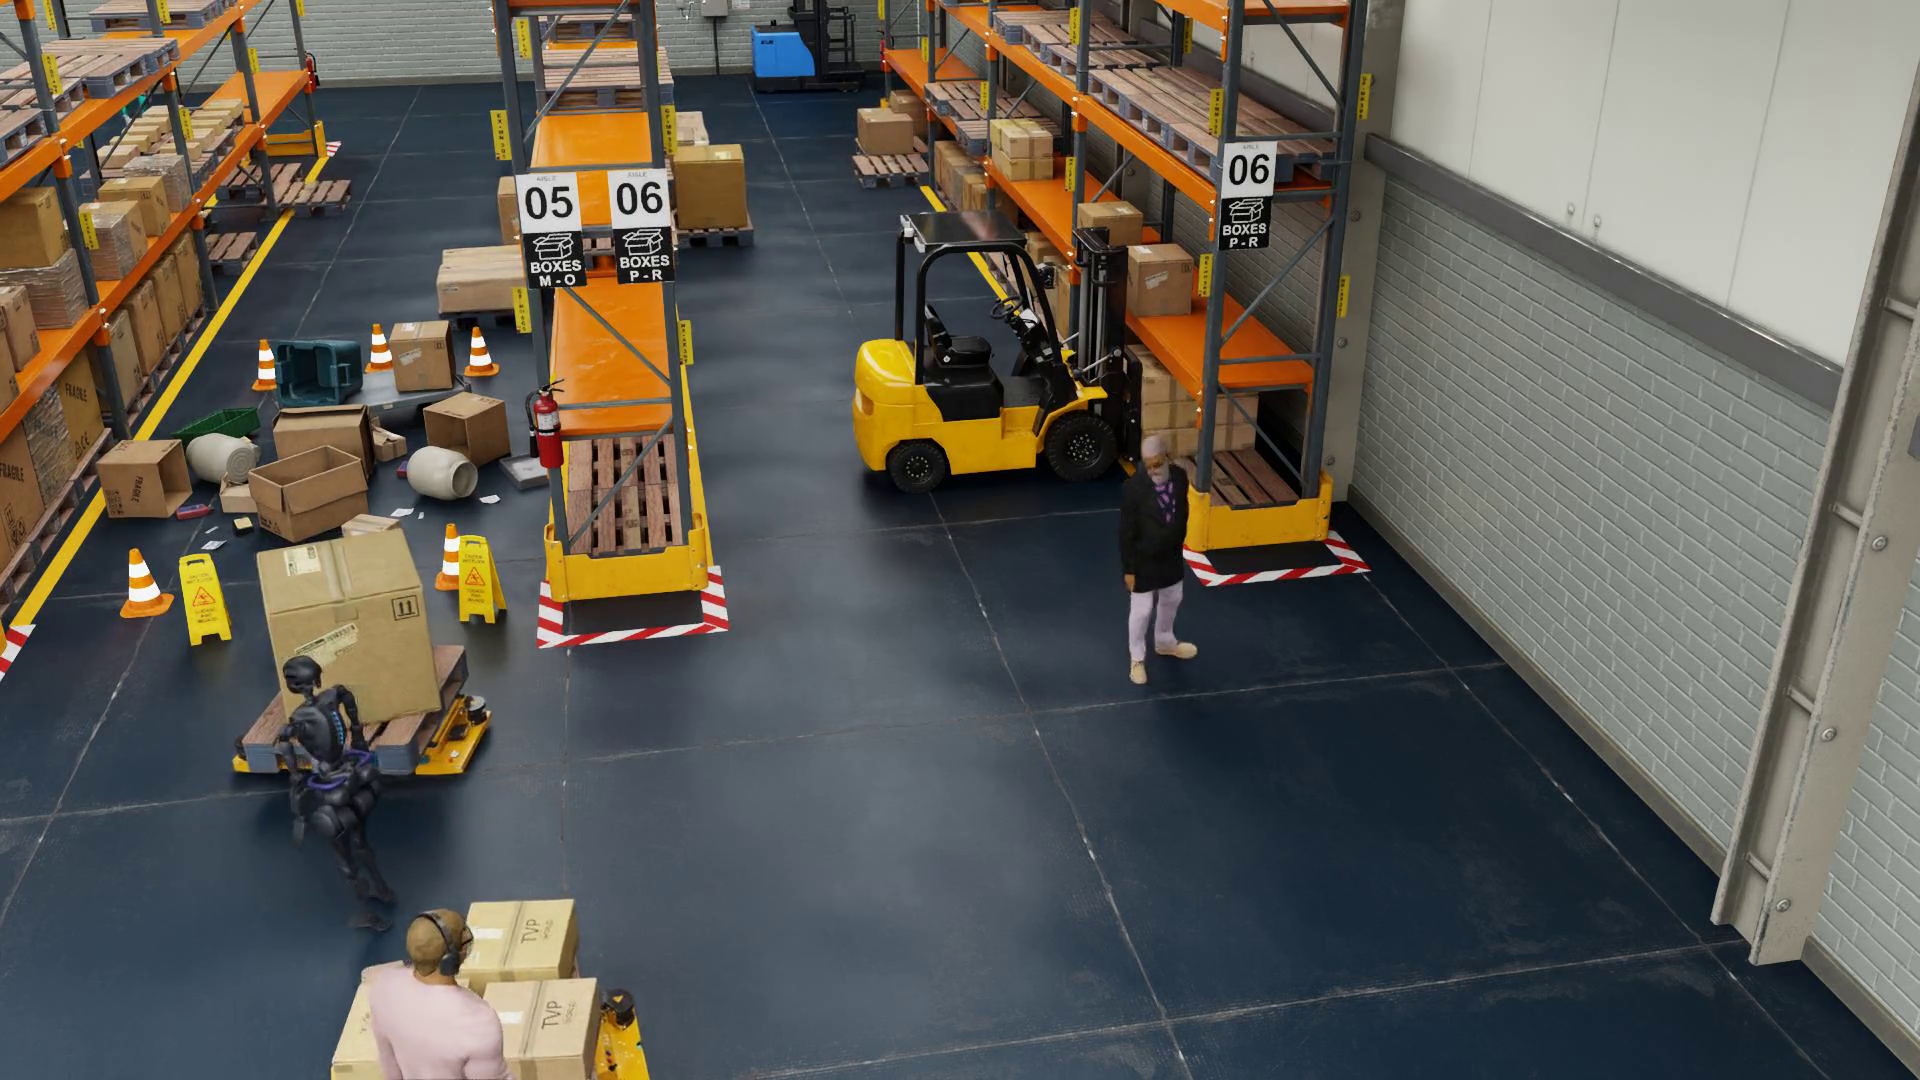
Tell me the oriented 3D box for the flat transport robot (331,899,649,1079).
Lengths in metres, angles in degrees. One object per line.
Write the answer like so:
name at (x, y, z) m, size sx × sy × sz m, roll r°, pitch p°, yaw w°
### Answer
flat transport robot at (-2.222, 2.531, 7.858) m, size 1.431 × 0.231 × 0.659 m, roll -8°, pitch 27°, yaw -16°

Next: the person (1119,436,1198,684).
person at (1.326, 0.100, 11.134) m, size 0.680 × 1.816 × 0.438 m, roll -14°, pitch 29°, yaw -26°

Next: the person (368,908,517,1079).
person at (-1.957, 2.255, 6.506) m, size 0.634 × 1.937 × 0.353 m, roll 13°, pitch 29°, yaw 26°

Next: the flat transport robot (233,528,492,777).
flat transport robot at (-3.782, 1.231, 10.565) m, size 1.431 × 0.231 × 0.659 m, roll 1°, pitch 26°, yaw 1°

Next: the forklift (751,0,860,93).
forklift at (-2.872, -9.679, 30.288) m, size 1.873 × 2.768 × 1.129 m, roll -5°, pitch 26°, yaw -10°

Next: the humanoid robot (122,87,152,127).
humanoid robot at (-12.922, -6.919, 25.969) m, size 0.542 × 1.901 × 0.729 m, roll -22°, pitch 33°, yaw -38°

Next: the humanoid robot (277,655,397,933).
humanoid robot at (-3.243, 1.335, 8.728) m, size 0.368 × 1.649 × 0.597 m, roll 10°, pitch 27°, yaw 20°

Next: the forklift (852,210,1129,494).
forklift at (0.216, -1.659, 14.366) m, size 2.313 × 2.155 × 1.214 m, roll -5°, pitch 26°, yaw -10°
